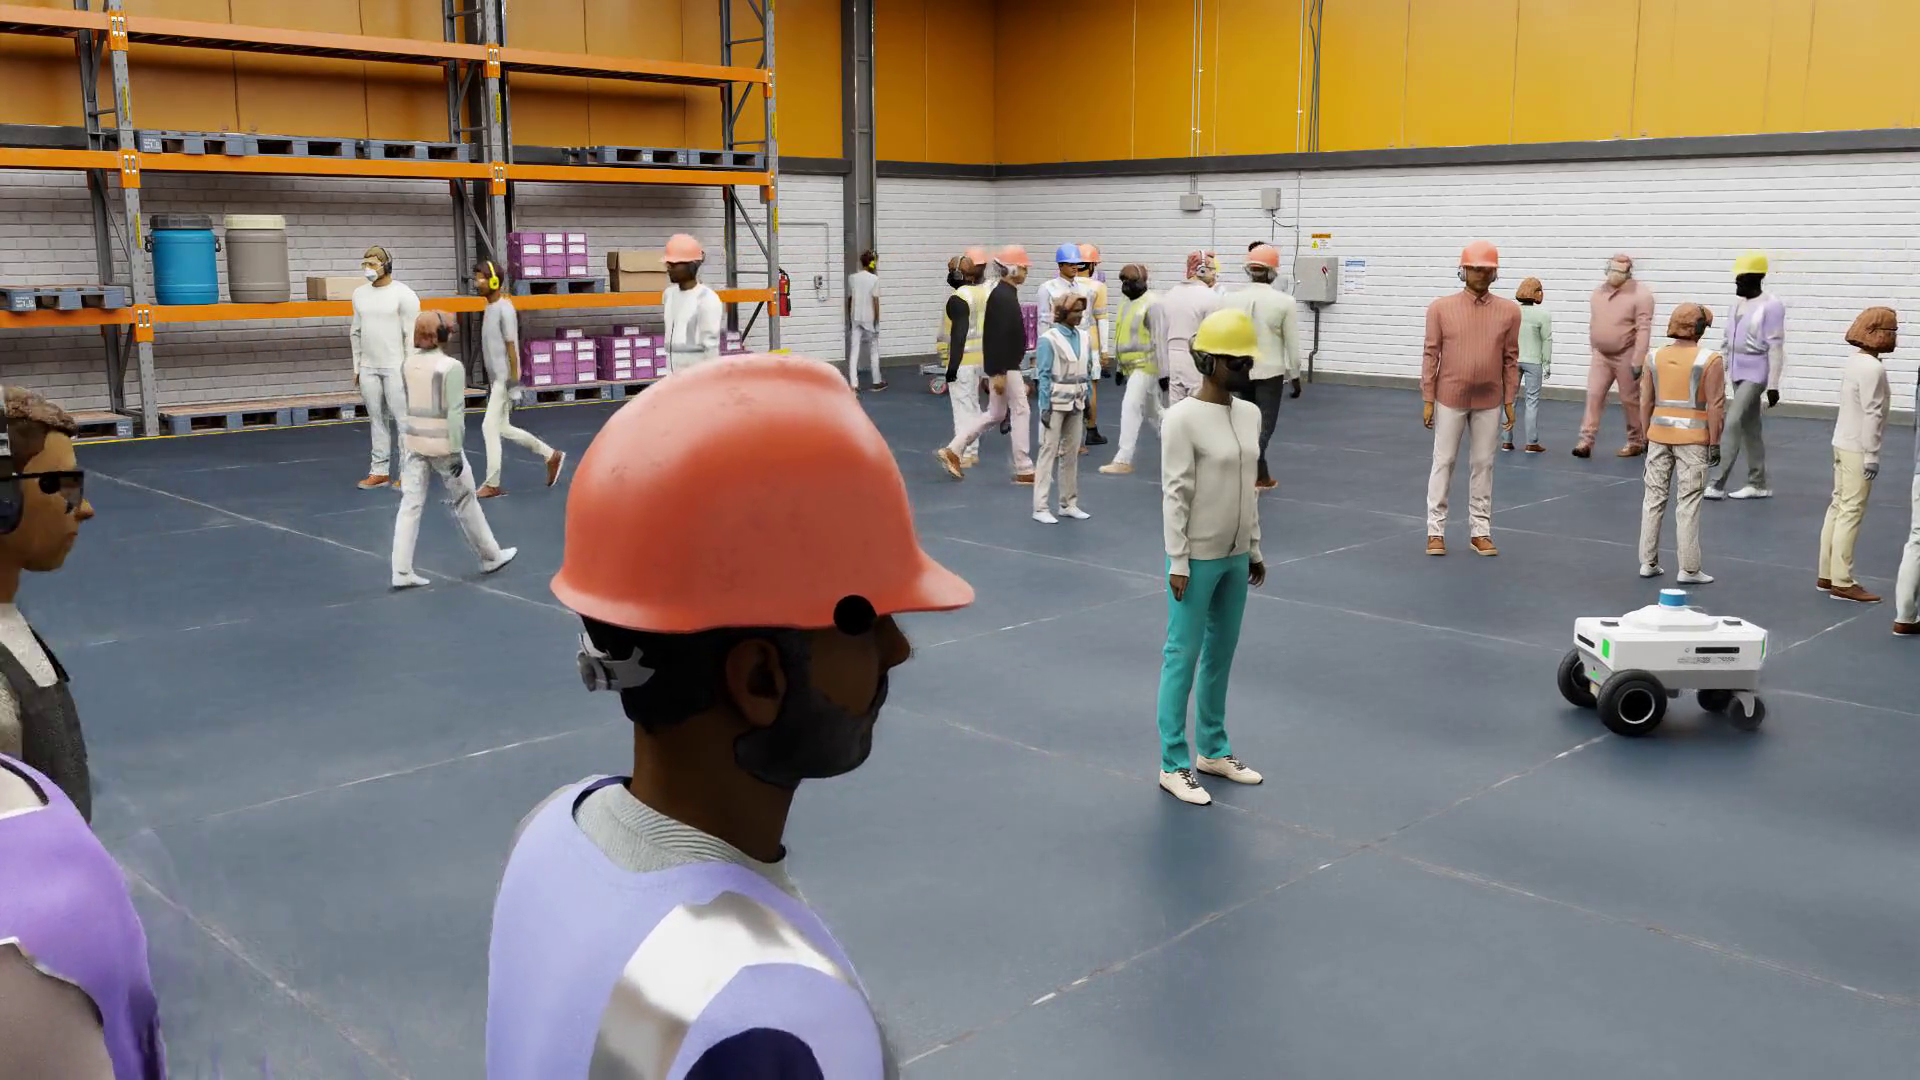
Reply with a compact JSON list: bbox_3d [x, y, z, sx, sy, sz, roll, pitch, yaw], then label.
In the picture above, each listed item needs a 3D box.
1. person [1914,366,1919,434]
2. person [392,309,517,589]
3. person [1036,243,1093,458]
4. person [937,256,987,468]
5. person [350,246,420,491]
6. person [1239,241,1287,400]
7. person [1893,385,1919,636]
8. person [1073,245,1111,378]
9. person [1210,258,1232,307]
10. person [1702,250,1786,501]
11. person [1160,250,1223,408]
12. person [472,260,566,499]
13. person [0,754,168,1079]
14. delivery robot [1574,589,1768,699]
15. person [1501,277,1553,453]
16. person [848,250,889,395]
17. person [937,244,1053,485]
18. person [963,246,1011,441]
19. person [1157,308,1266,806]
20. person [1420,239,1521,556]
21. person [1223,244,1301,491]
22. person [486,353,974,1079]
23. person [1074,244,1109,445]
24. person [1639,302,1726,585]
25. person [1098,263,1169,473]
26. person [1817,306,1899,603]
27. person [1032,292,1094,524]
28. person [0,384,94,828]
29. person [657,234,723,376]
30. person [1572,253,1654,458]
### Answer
[{"bbox_3d":[6.267,-0.805,10.324,0.442,1.900,0.610,-10,14,-42],"label":"person"},{"bbox_3d":[-3.004,-0.536,9.668,0.539,1.586,0.875,6,12,30],"label":"person"},{"bbox_3d":[0.961,-1.727,15.210,0.603,1.949,0.389,-8,13,-37],"label":"person"},{"bbox_3d":[0.010,-1.556,14.575,0.429,1.843,0.629,3,11,16],"label":"person"},{"bbox_3d":[-4.568,-1.356,13.223,0.632,1.939,0.372,4,11,20],"label":"person"},{"bbox_3d":[3.655,-2.631,20.116,0.494,1.952,0.634,9,14,41],"label":"person"},{"bbox_3d":[4.911,-0.283,8.227,0.288,1.623,0.494,-3,11,-15],"label":"person"},{"bbox_3d":[1.843,-3.300,23.970,0.565,1.891,0.999,-5,12,-26],"label":"person"},{"bbox_3d":[2.631,-2.116,17.673,0.565,1.816,0.612,-9,14,-41],"label":"person"},{"bbox_3d":[5.860,-1.235,12.644,0.833,1.897,0.613,-1,10,-4],"label":"person"},{"bbox_3d":[1.878,-1.337,13.217,0.399,1.903,0.643,-7,12,-33],"label":"person"},{"bbox_3d":[-3.488,-1.244,12.903,0.775,1.842,0.562,-6,12,-30],"label":"person"},{"bbox_3d":[-0.965,0.838,1.664,0.988,1.796,0.589,-7,13,-34],"label":"person"},{"bbox_3d":[2.945,0.447,6.905,0.707,0.478,0.477,0,10,-2],"label":"delivery robot"},{"bbox_3d":[5.290,-1.632,15.557,0.502,1.633,0.279,9,14,42],"label":"person"},{"bbox_3d":[-1.205,-2.797,21.406,0.546,1.815,0.924,4,11,20],"label":"person"},{"bbox_3d":[0.280,-1.415,13.509,0.882,1.966,0.633,-1,10,-6],"label":"person"},{"bbox_3d":[0.243,-1.907,16.284,0.580,1.916,0.609,7,13,35],"label":"person"},{"bbox_3d":[0.921,0.055,5.999,0.312,1.768,0.524,10,14,44],"label":"person"},{"bbox_3d":[3.223,-0.892,10.527,0.612,1.997,0.376,0,10,2],"label":"person"},{"bbox_3d":[2.304,-1.295,12.846,0.622,1.965,0.961,8,13,37],"label":"person"},{"bbox_3d":[-0.173,0.822,1.341,0.379,1.937,0.548,-6,12,-29],"label":"person"},{"bbox_3d":[1.200,-1.886,16.111,0.551,1.936,0.359,6,12,31],"label":"person"},{"bbox_3d":[4.196,-0.560,9.697,0.309,1.638,0.513,-7,13,-34],"label":"person"},{"bbox_3d":[1.628,-1.476,14.291,0.894,1.801,0.642,-3,11,-18],"label":"person"},{"bbox_3d":[5.022,-0.481,9.279,0.279,1.632,0.502,3,11,14],"label":"person"},{"bbox_3d":[0.738,-0.927,11.742,0.525,1.627,0.323,-10,14,-42],"label":"person"},{"bbox_3d":[-1.468,0.691,2.380,0.659,1.824,0.550,-4,11,-19],"label":"person"},{"bbox_3d":[-1.911,-1.106,11.605,0.432,2.028,0.649,-10,15,-44],"label":"person"},{"bbox_3d":[5.910,-1.642,15.015,0.976,1.856,0.670,-8,13,-37],"label":"person"}]
